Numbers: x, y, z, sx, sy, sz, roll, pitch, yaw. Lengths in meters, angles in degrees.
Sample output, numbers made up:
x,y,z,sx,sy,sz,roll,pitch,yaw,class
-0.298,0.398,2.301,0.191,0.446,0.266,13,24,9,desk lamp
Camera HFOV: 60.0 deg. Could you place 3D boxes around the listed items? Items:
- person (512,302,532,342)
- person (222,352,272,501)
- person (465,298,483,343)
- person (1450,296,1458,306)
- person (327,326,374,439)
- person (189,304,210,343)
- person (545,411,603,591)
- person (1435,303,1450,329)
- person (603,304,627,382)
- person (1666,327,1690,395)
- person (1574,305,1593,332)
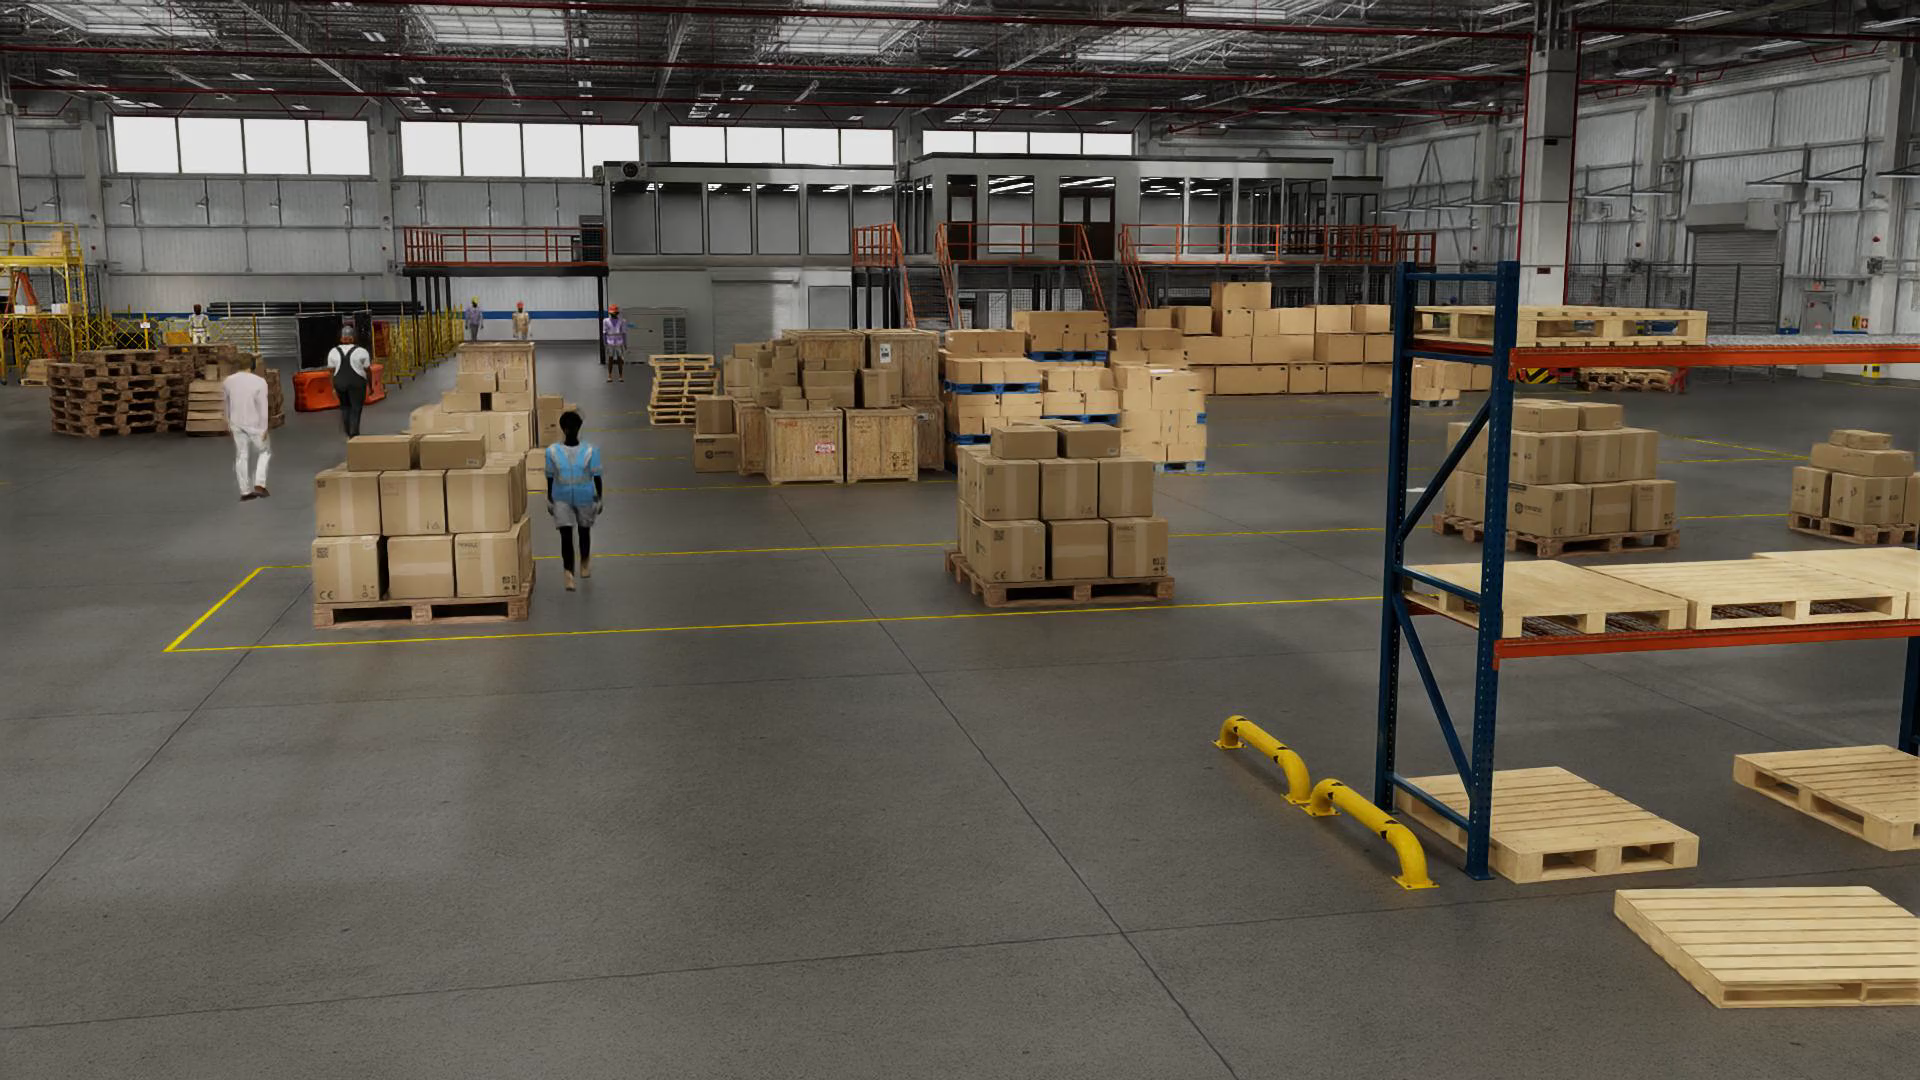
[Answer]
x,y,z,sx,sy,sz,roll,pitch,yaw,class
-14.126,-6.720,53.612,0.559,1.887,0.993,-5,10,-27,person
-9.176,-1.457,21.456,0.629,1.921,0.490,1,9,6,person
-18.023,-8.034,61.687,0.625,1.872,1.006,-6,11,-33,person
18.137,-8.014,61.352,0.644,1.927,0.611,0,9,-2,person
-10.349,-2.653,28.349,0.682,2.000,1.022,0,9,-1,person
-23.168,-6.237,50.669,0.575,1.883,0.356,-2,9,-10,person
-3.653,-0.402,15.767,0.534,1.669,0.826,-2,10,-12,person
16.185,-7.012,55.593,0.631,1.827,0.631,8,12,39,person
-9.026,-5.145,43.549,0.609,2.036,0.402,-2,9,-10,person
16.901,-4.367,39.020,0.769,1.969,0.626,-4,10,-21,person
18.797,-6.154,50.192,1.013,1.885,0.562,-7,12,-38,person
